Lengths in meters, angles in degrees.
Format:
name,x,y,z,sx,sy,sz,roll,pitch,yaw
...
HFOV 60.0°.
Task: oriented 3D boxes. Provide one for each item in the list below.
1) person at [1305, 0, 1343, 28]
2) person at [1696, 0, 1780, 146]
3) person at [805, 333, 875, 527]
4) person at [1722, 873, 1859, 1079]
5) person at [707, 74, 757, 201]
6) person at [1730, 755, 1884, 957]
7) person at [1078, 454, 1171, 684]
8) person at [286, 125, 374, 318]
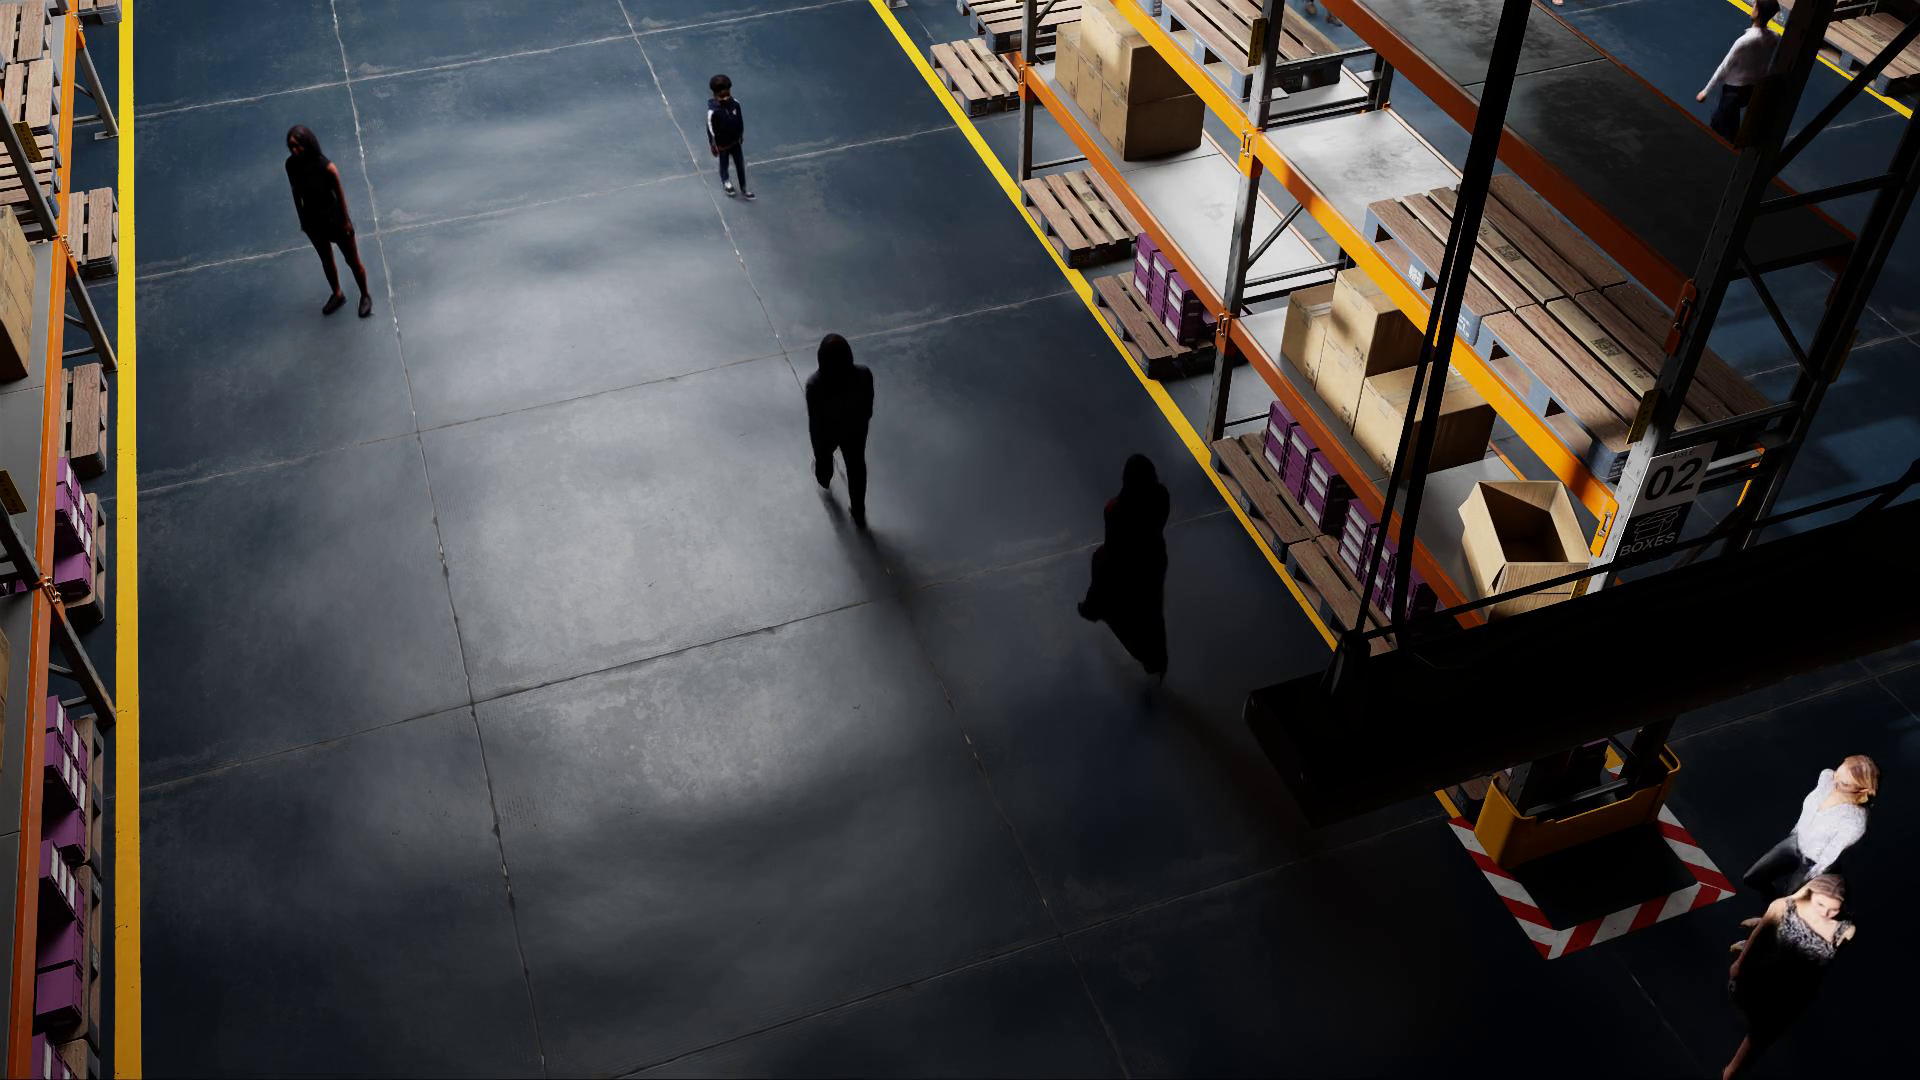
name,x,y,z,sx,sy,sz,roll,pitch,yaw
person,3.856,-6.416,17.689,0.692,1.748,0.886,-12,45,-12
person,7.099,-3.973,15.068,0.741,1.827,1.229,-20,47,-20
person,-0.835,-0.752,11.878,0.668,1.563,0.948,-15,46,-15
person,4.286,2.208,8.691,1.059,1.674,1.101,19,47,19
person,-2.161,-3.723,15.254,0.617,1.207,0.717,-24,49,-23
person,4.723,1.760,9.087,0.743,1.775,0.652,0,44,0
person,1.172,0.209,10.765,0.803,1.707,1.183,-22,48,-22
person,-5.221,-2.626,13.716,0.670,1.741,0.666,6,44,6
